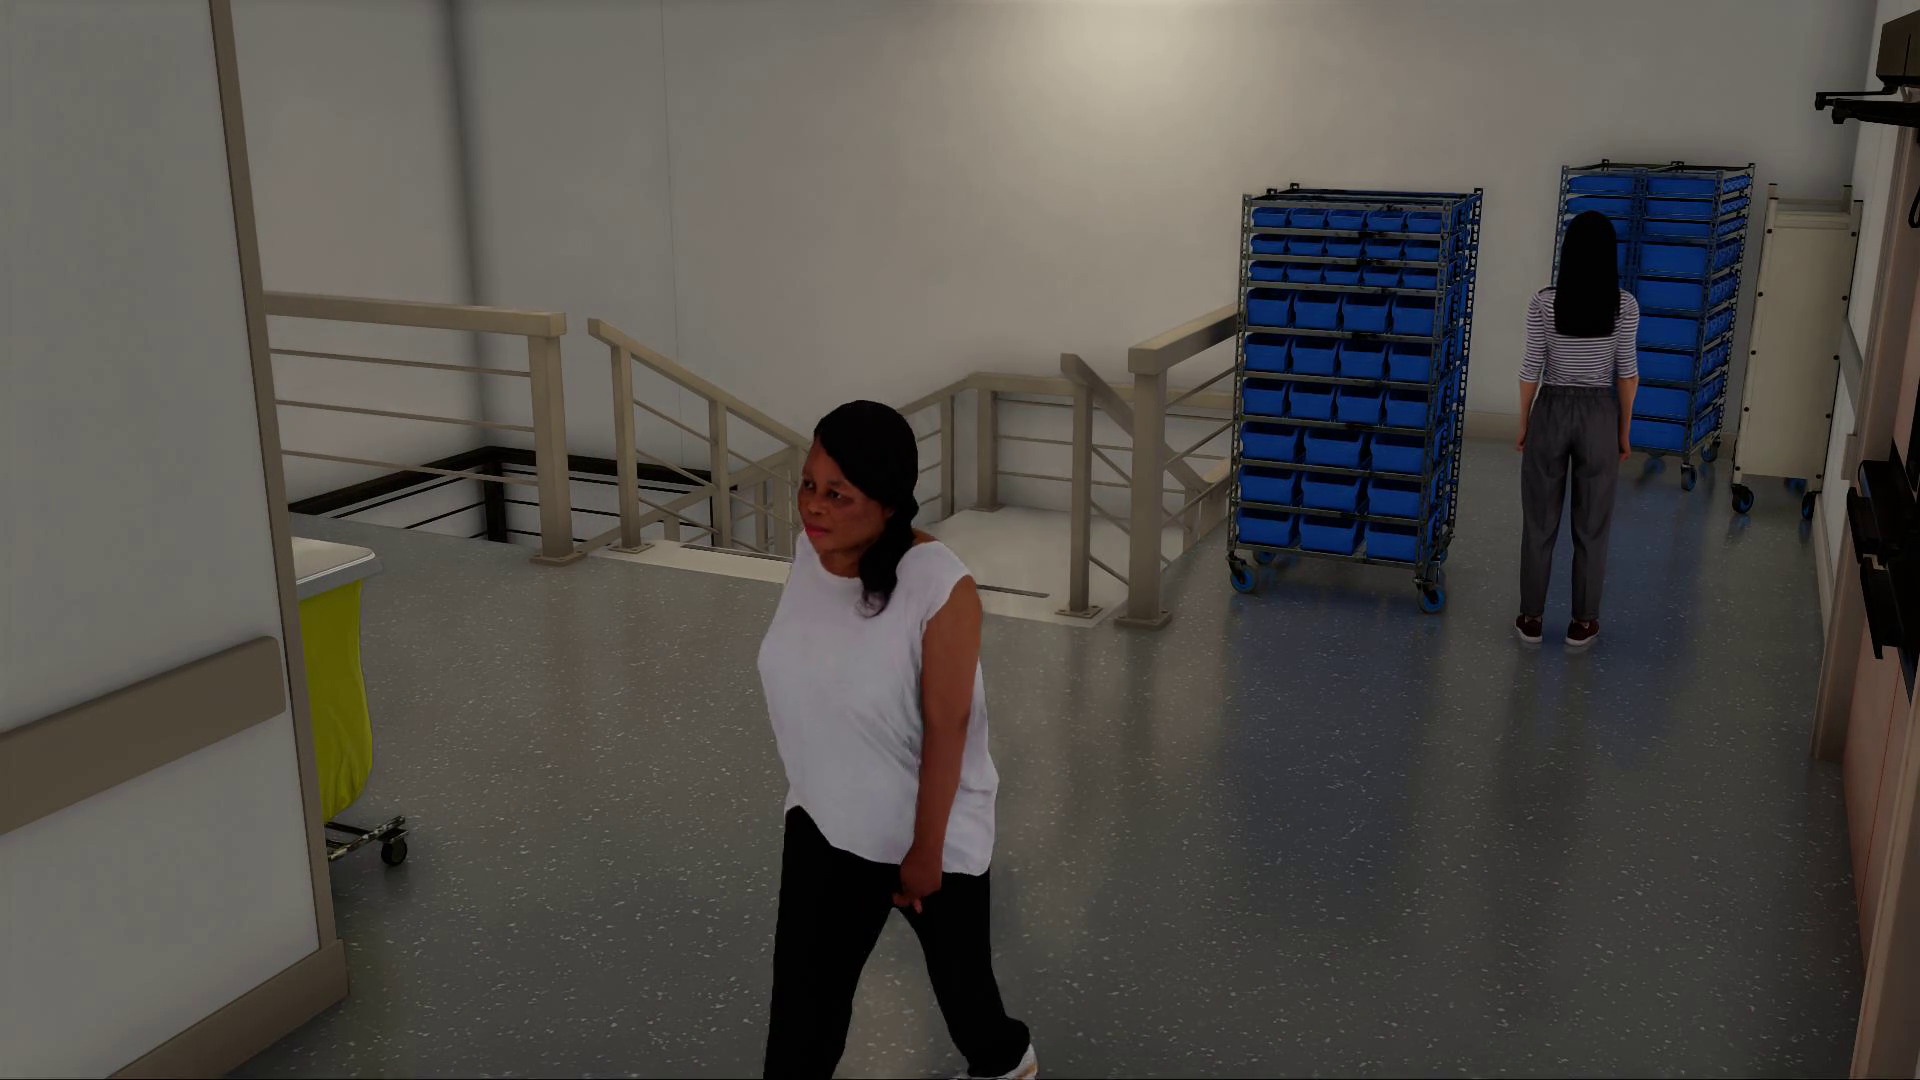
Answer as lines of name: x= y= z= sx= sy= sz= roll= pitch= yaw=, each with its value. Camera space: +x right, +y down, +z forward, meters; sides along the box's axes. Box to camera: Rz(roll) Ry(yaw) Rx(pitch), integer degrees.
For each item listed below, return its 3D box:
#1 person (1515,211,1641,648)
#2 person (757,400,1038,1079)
person: x=2.432 y=-0.434 z=6.605 sx=0.606 sy=1.734 sz=0.532 roll=6 pitch=17 yaw=20
person: x=-0.114 y=0.530 z=3.340 sx=1.116 sy=1.650 sz=0.838 roll=-14 pitch=21 yaw=-41
